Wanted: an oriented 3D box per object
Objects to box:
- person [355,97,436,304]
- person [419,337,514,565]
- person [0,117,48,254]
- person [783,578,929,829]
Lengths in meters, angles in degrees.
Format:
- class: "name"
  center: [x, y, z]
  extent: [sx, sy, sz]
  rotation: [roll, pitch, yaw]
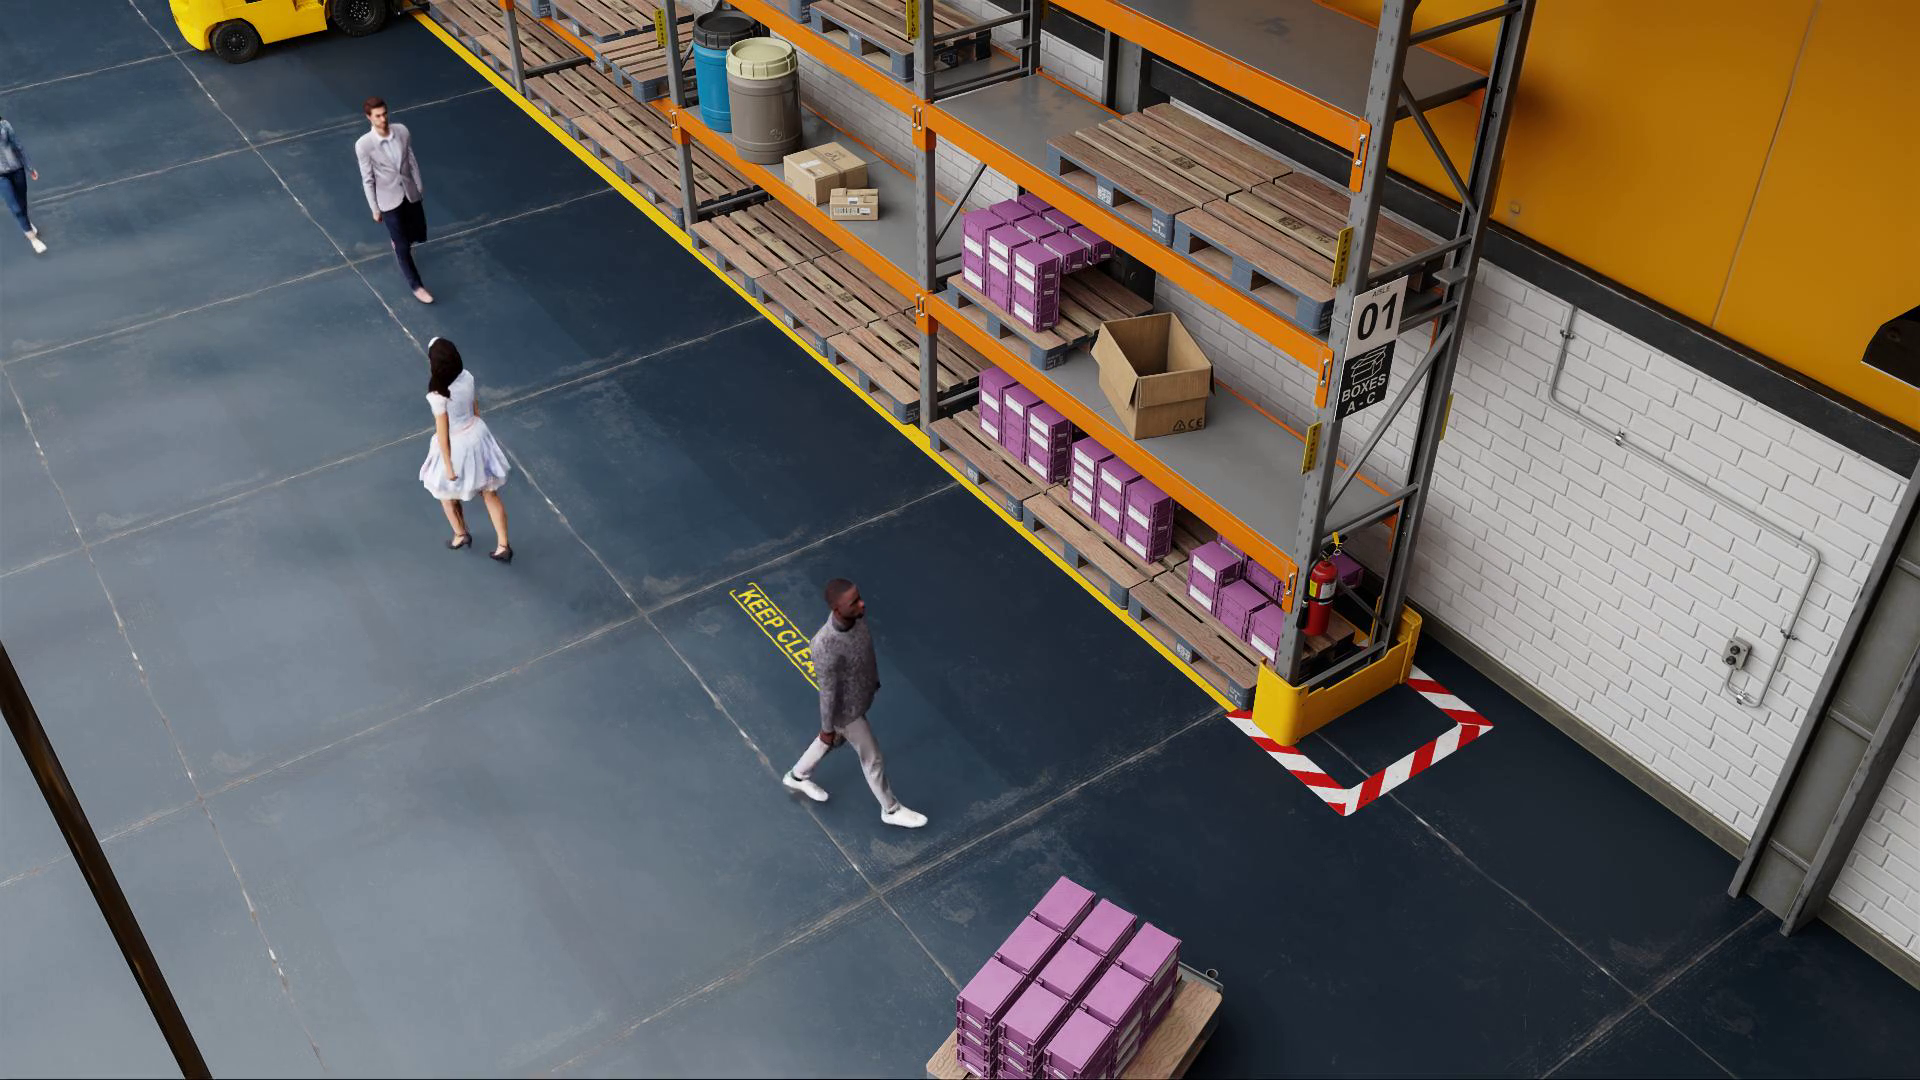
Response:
- class: "person"
  center: [-4.925, -2.991, 14.450]
  extent: [0.777, 1.833, 1.047]
  rotation: [-31, 48, -33]
- class: "person"
  center: [-3.316, -0.549, 11.424]
  extent: [0.987, 1.793, 0.871]
  rotation: [19, 42, 22]
- class: "person"
  center: [-8.767, -3.393, 15.267]
  extent: [0.681, 1.441, 1.033]
  rotation: [-31, 48, -33]
- class: "person"
  center: [-0.722, 0.920, 9.575]
  extent: [1.260, 1.805, 1.157]
  rotation: [9, 40, 12]
